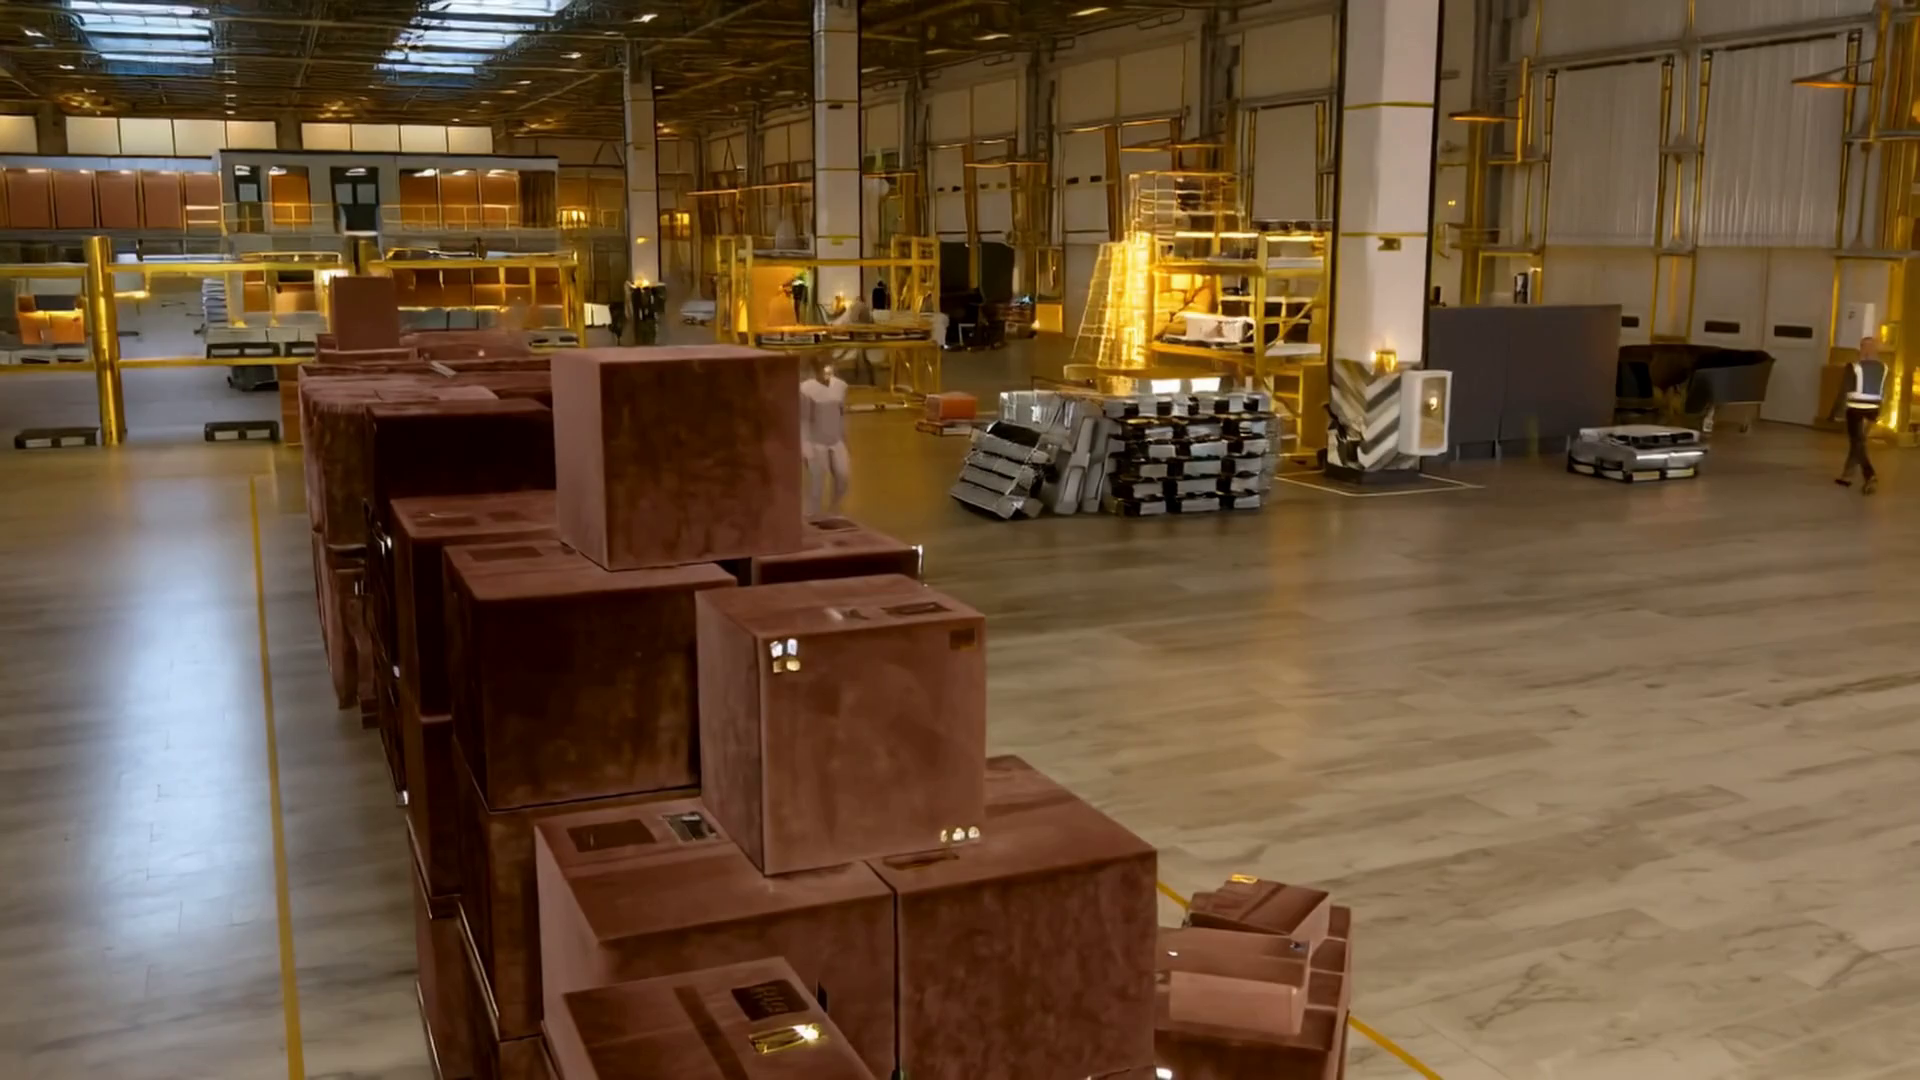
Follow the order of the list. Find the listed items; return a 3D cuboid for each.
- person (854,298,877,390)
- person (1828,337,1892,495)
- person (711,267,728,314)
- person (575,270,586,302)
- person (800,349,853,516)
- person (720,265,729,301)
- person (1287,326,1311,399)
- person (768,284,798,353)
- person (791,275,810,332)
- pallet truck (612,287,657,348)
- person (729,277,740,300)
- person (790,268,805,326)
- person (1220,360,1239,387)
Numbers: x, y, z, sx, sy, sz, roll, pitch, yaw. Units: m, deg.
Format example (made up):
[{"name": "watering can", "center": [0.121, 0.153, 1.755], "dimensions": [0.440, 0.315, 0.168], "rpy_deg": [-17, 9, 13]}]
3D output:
[{"name": "person", "center": [-1.881, -3.871, 32.932], "dimensions": [0.544, 1.820, 0.556], "rpy_deg": [2, 10, 11]}, {"name": "person", "center": [10.680, -1.468, 19.651], "dimensions": [0.584, 1.851, 0.955], "rpy_deg": [-1, 10, -6]}, {"name": "person", "center": [-9.460, -9.771, 65.238], "dimensions": [0.547, 1.914, 0.837], "rpy_deg": [8, 13, 38]}, {"name": "person", "center": [-15.394, -10.091, 67.398], "dimensions": [0.328, 1.759, 0.524], "rpy_deg": [8, 13, 36]}, {"name": "person", "center": [-1.331, -0.930, 16.457], "dimensions": [0.649, 1.919, 0.446], "rpy_deg": [-9, 14, -41]}, {"name": "person", "center": [-11.430, -12.481, 80.210], "dimensions": [0.611, 1.895, 1.014], "rpy_deg": [-3, 11, -15]}, {"name": "person", "center": [5.245, -2.636, 26.202], "dimensions": [0.931, 1.811, 0.520], "rpy_deg": [6, 12, 28]}, {"name": "person", "center": [-4.095, -4.963, 38.601], "dimensions": [0.661, 1.941, 0.995], "rpy_deg": [1, 10, 3]}, {"name": "person", "center": [-4.821, -7.058, 50.289], "dimensions": [0.611, 1.898, 0.673], "rpy_deg": [-1, 10, -7]}, {"name": "pallet truck", "center": [-6.464, -4.406, 35.401], "dimensions": [0.823, 1.965, 1.885], "rpy_deg": [6, 12, 32]}, {"name": "person", "center": [-9.248, -10.242, 68.397], "dimensions": [0.535, 1.697, 0.318], "rpy_deg": [-4, 11, -23]}, {"name": "person", "center": [-5.537, -8.337, 57.119], "dimensions": [0.463, 1.974, 0.643], "rpy_deg": [-8, 13, -37]}, {"name": "person", "center": [4.150, -2.546, 25.901], "dimensions": [0.605, 1.715, 0.502], "rpy_deg": [4, 11, 23]}]
